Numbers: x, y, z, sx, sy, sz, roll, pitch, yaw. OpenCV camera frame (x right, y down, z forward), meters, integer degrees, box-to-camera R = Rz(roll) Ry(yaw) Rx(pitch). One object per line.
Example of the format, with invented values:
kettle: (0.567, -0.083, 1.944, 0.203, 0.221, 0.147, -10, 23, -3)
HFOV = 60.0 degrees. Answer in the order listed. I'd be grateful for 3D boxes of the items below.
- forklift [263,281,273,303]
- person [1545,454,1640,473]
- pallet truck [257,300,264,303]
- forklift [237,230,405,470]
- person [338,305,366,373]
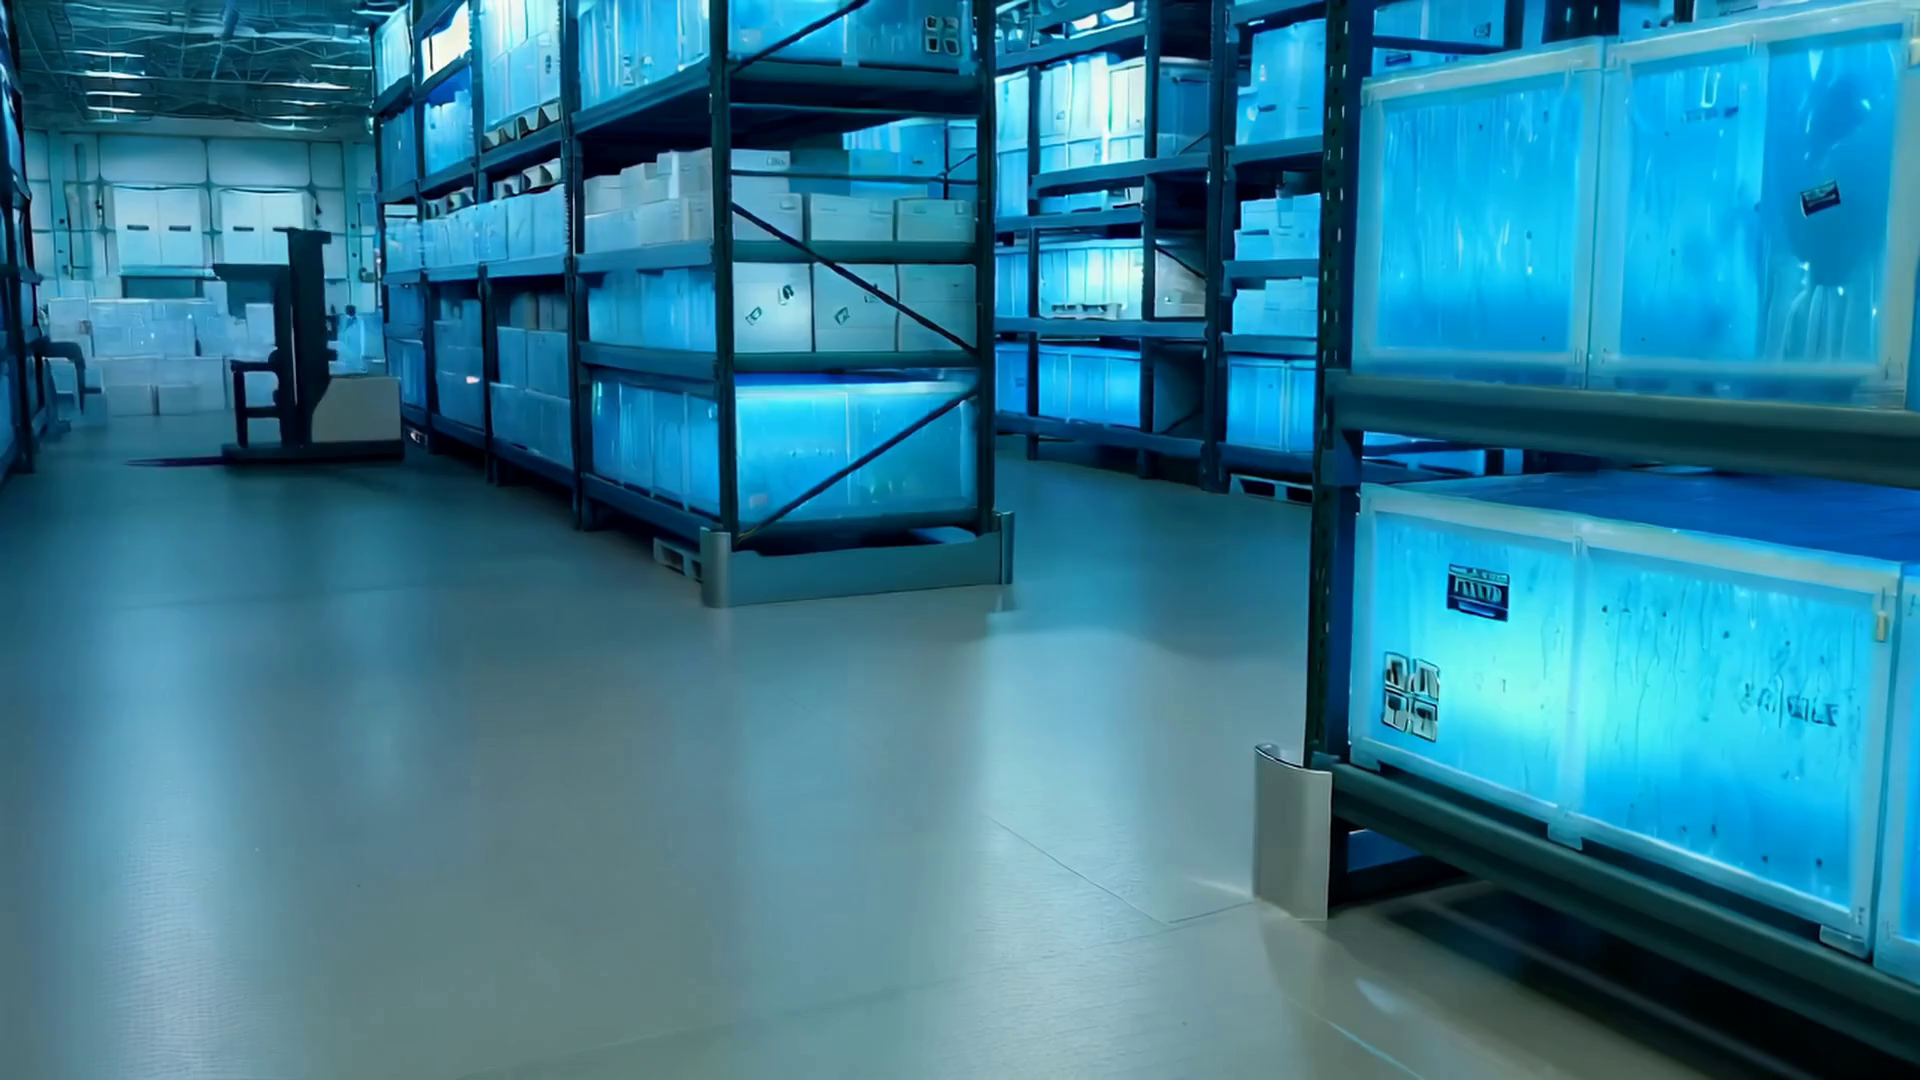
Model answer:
forklift: (-17.061, -5.406, 41.365, 1.873, 2.768, 1.129, -6, 10, -34)
person: (3.330, -0.191, 8.881, 0.809, 1.885, 0.646, -7, 11, -40)
pallet truck: (-23.913, -7.404, 58.171, 1.885, 1.965, 0.823, -1, 8, -9)
forklift: (-7.782, -2.307, 19.994, 1.873, 2.768, 1.129, -4, 9, -26)
person: (-13.032, -4.066, 35.525, 0.995, 1.888, 0.648, -7, 11, -42)
